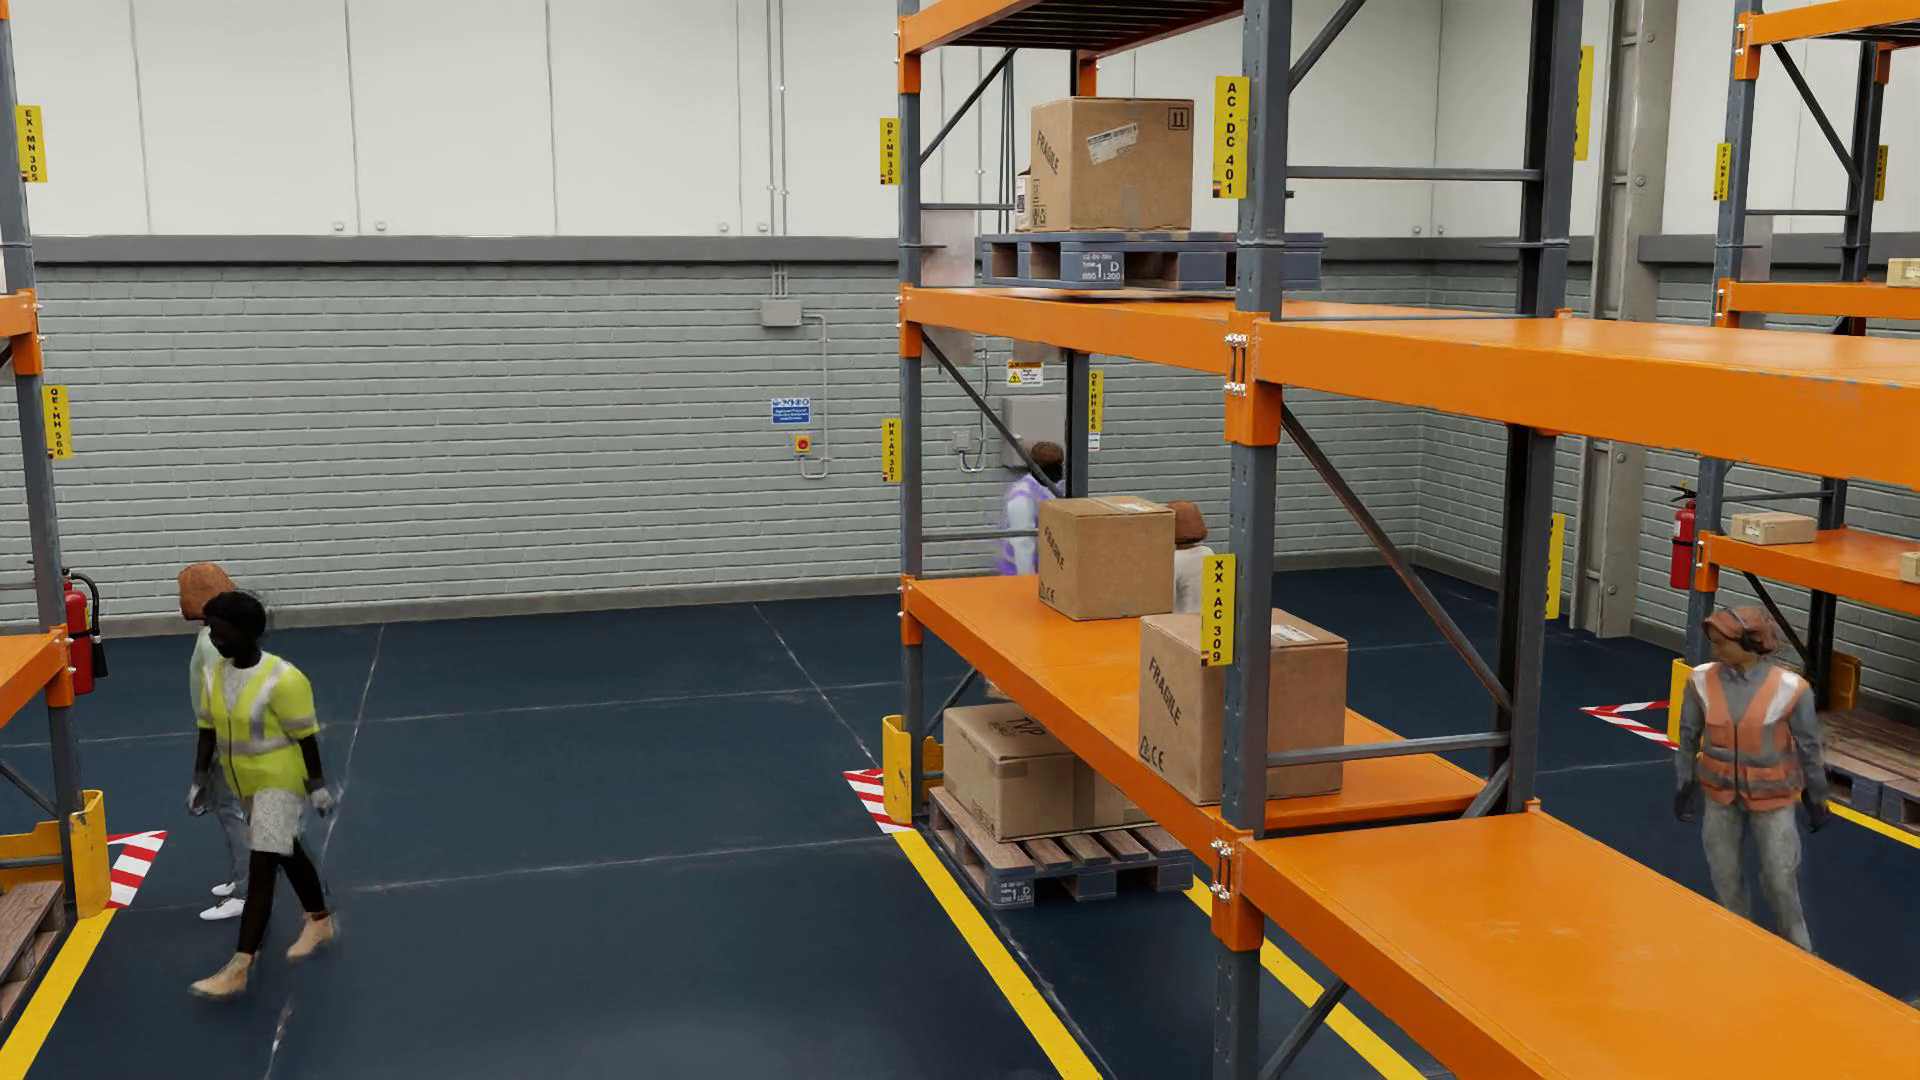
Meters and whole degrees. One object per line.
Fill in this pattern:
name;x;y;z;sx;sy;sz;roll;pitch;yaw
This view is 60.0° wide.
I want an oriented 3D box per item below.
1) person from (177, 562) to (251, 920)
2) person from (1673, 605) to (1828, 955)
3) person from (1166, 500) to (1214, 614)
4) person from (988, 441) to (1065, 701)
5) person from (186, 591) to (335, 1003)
person;-3.372;0.904;7.605;0.271;1.627;0.501;-3;10;-16
person;3.202;1.054;6.779;0.404;1.610;0.550;-10;14;-44
person;1.249;0.584;9.405;0.285;1.633;0.497;9;13;41
person;0.530;0.231;10.979;0.843;1.791;0.628;6;12;31
person;-2.922;1.023;6.829;0.536;1.646;0.844;5;11;28
